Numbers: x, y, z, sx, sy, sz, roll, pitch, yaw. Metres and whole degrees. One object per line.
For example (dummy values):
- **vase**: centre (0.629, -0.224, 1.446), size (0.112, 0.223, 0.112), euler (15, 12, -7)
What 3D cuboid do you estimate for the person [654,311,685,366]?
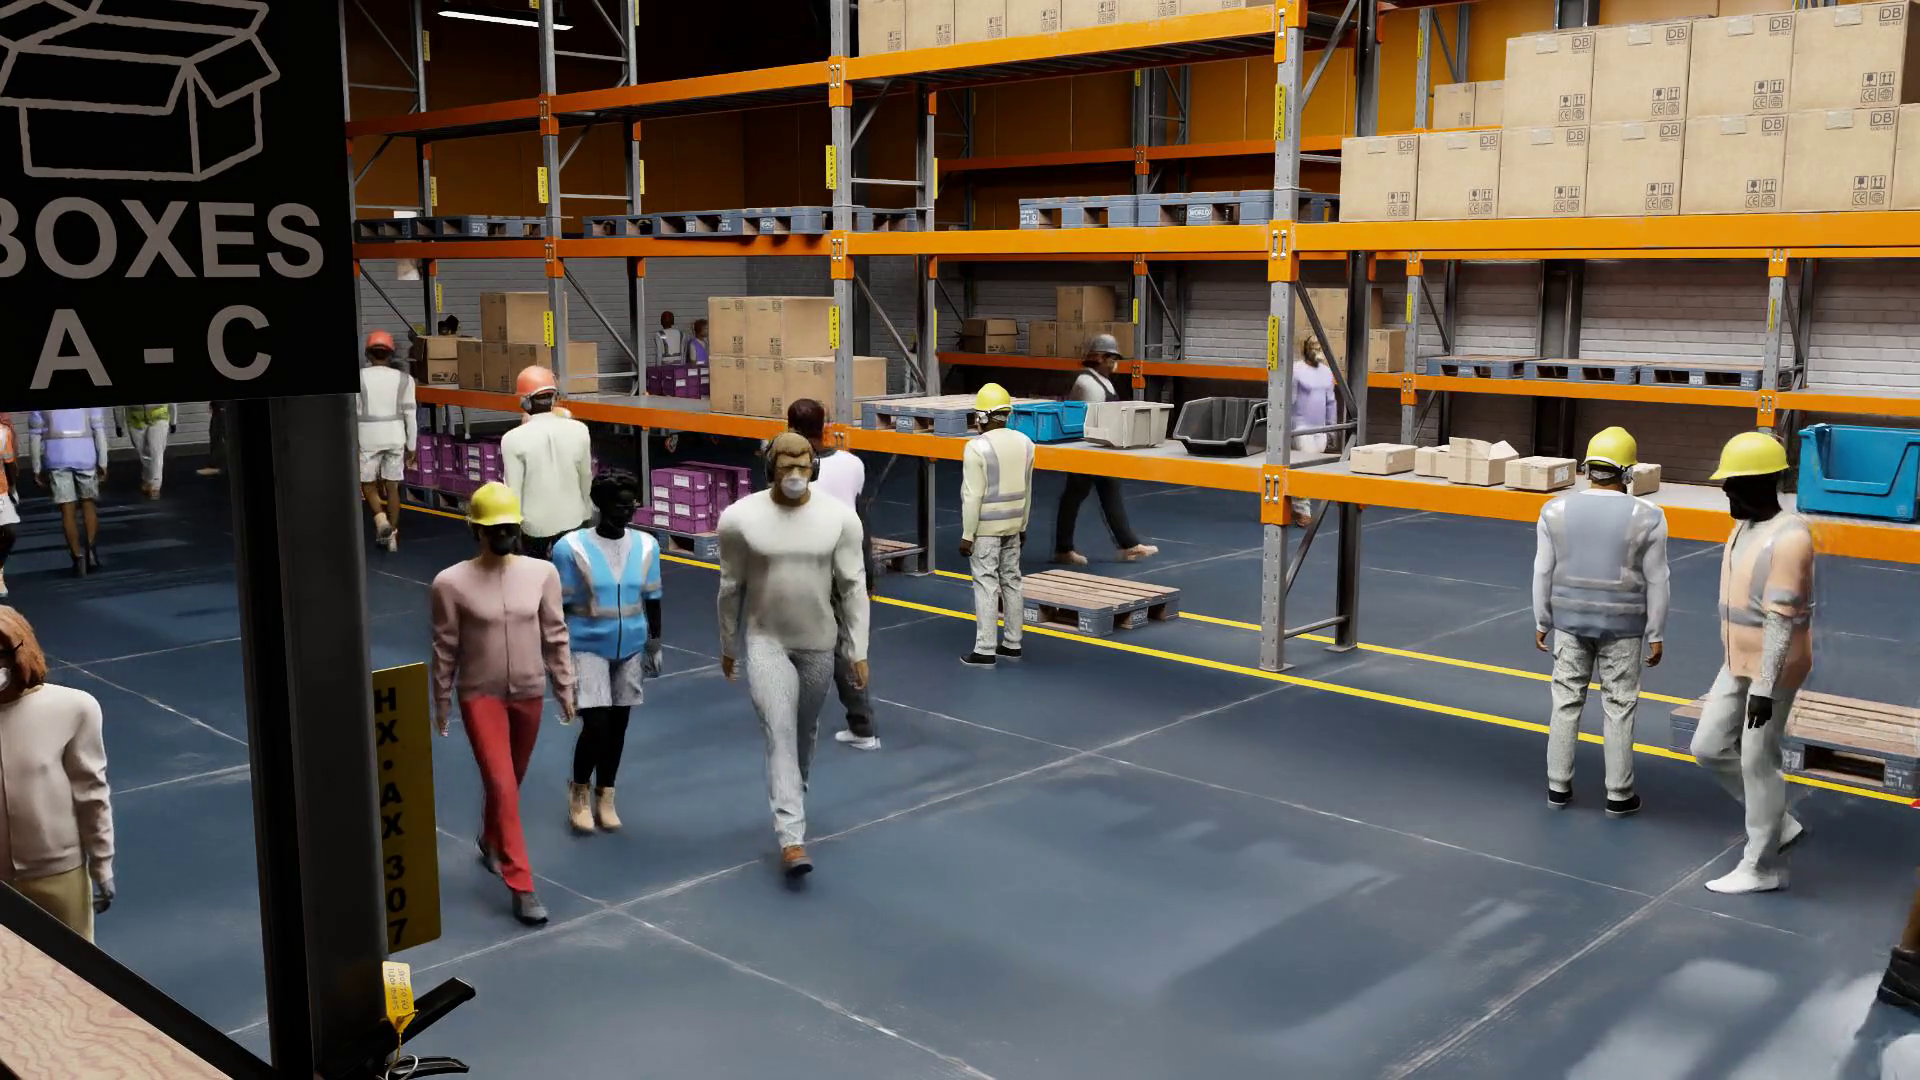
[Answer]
- **person**: centre (-4.660, -2.723, 26.694), size (0.362, 1.883, 0.575), euler (9, 13, 43)

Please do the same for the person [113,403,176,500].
- **person**: centre (-9.205, -1.369, 18.812), size (0.644, 1.765, 1.088), euler (-3, 10, -18)

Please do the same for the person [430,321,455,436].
- **person**: centre (-6.901, -1.991, 22.241), size (0.518, 1.874, 0.327), euler (-8, 12, -40)

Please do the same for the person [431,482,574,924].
- **person**: centre (-1.862, 0.607, 6.742), size (0.529, 1.726, 0.905), euler (-7, 11, -35)

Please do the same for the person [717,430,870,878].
- **person**: centre (-0.709, 0.462, 7.177), size (0.639, 1.871, 1.065), euler (-2, 10, -13)

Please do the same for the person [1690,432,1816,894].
- **person**: centre (3.244, 0.517, 6.779), size (0.424, 1.907, 0.611), euler (0, 9, -1)

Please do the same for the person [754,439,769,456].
- **person**: centre (-2.617, -2.063, 22.775), size (0.637, 1.840, 0.429), euler (-9, 13, -43)

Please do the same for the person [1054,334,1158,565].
- **person**: centre (1.256, -0.785, 14.323), size (0.942, 2.000, 0.721), euler (4, 10, 21)

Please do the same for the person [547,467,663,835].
- **person**: centre (-1.582, 0.502, 7.514), size (0.548, 1.674, 0.403), euler (-7, 12, -38)

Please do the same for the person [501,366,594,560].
- **person**: centre (-2.551, -0.114, 10.475), size (0.622, 1.963, 0.921), euler (-6, 11, -33)

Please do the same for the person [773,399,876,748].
- **person**: centre (-0.809, 0.166, 9.042), size (1.019, 1.858, 0.610), euler (8, 12, 42)

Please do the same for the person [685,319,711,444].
- **person**: centre (-3.818, -2.320, 24.379), size (0.426, 1.830, 0.581), euler (2, 10, 15)

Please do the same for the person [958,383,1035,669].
- **person**: centre (0.211, -0.091, 10.706), size (0.404, 1.830, 0.602), euler (9, 13, 43)

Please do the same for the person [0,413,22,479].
- **person**: centre (-8.236, -0.666, 13.860), size (0.740, 1.948, 0.564), euler (-9, 13, -43)

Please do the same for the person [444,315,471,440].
- **person**: centre (-7.578, -2.422, 24.902), size (0.538, 1.864, 0.313), euler (-5, 10, -27)

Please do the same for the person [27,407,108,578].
- **person**: centre (-7.446, -0.649, 13.886), size (0.565, 1.904, 0.627), euler (-6, 11, -34)

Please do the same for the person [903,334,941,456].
- **person**: centre (-0.491, -1.940, 22.358), size (0.490, 1.730, 0.360), euler (-4, 10, -25)

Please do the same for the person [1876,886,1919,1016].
- **person**: centre (3.548, 0.726, 5.535), size (0.787, 1.880, 0.598), euler (9, 13, 42)

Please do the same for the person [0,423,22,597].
- **person**: centre (-7.438, -0.332, 12.648), size (0.382, 1.673, 0.591), euler (6, 11, 33)

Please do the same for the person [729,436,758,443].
- **person**: centre (-3.193, -2.365, 24.492), size (0.646, 1.881, 1.032), euler (-8, 13, -42)

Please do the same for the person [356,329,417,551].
- **person**: centre (-5.185, -0.877, 14.938), size (0.631, 2.024, 0.528), euler (-5, 11, -28)

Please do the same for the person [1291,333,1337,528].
- **person**: centre (3.476, -1.056, 16.330), size (0.654, 1.925, 0.516), euler (-6, 11, -34)

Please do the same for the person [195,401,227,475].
- **person**: centre (-9.224, -1.734, 20.819), size (0.775, 1.826, 0.542), euler (-8, 12, -39)

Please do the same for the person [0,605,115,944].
- **person**: centre (-2.711, 0.976, 4.797), size (0.496, 1.627, 0.272), euler (-4, 10, -25)

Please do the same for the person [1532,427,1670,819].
- **person**: centre (2.998, 0.384, 7.792), size (0.603, 1.830, 0.404), euler (6, 11, 33)

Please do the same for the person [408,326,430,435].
- **person**: centre (-7.988, -2.287, 24.544), size (0.360, 1.725, 0.616), euler (-2, 9, -11)

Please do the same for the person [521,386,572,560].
- **person**: centre (-3.550, -0.598, 14.463), size (0.608, 1.623, 0.520), euler (9, 13, 44)

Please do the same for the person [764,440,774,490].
- **person**: centre (-1.795, -1.060, 17.350), size (0.795, 1.601, 0.498), euler (6, 11, 32)
